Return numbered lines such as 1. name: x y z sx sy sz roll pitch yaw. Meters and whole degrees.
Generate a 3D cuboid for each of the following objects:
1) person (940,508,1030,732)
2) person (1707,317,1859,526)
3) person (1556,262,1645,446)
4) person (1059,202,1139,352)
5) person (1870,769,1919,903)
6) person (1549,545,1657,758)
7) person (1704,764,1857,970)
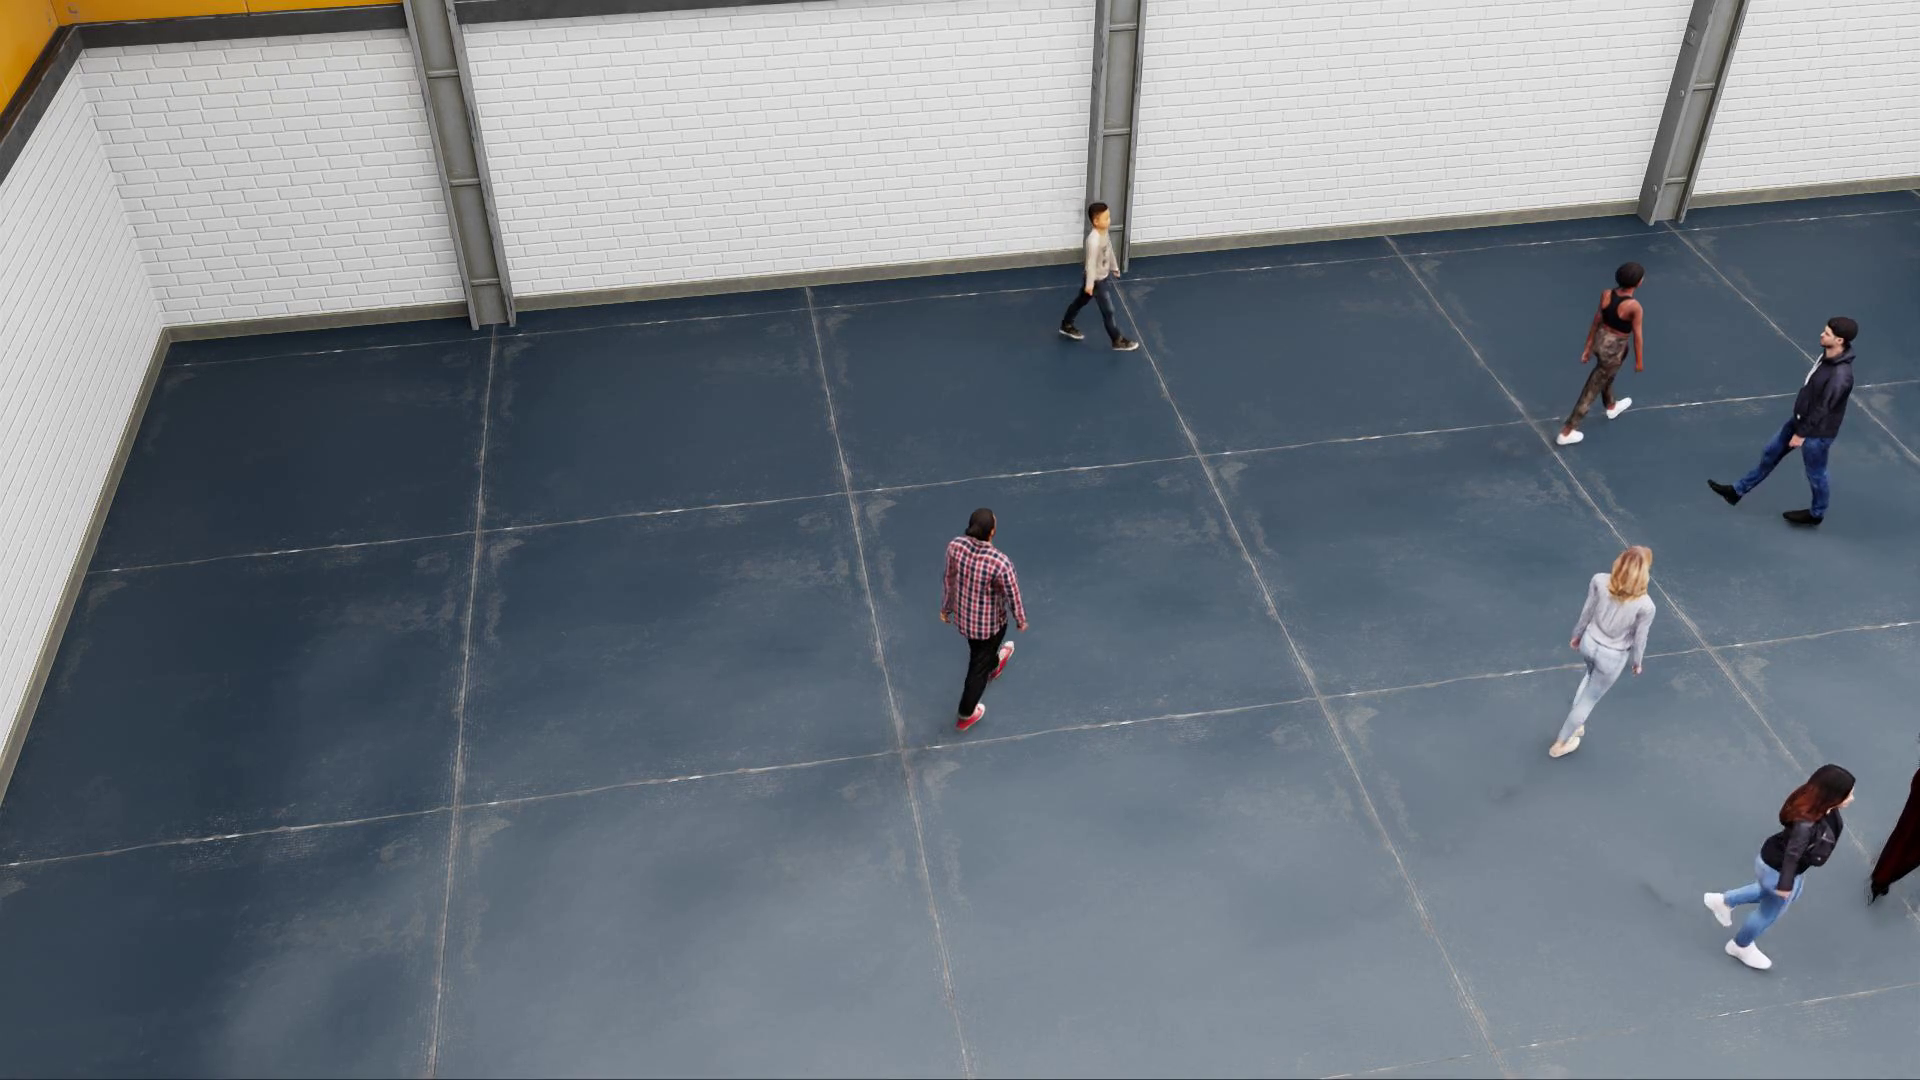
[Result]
1. person: 0.096 0.563 11.160 1.125 1.732 1.189 24 44 27
2. person: 6.698 -0.855 12.847 1.253 1.842 1.016 10 40 12
3. person: 5.308 -1.502 13.804 1.154 1.658 0.775 -16 41 -19
4. person: 1.167 -2.399 15.111 1.062 1.429 0.798 9 39 11
5. person: 5.895 1.560 9.936 1.179 1.701 0.953 -23 44 -26
6. person: 4.136 0.787 10.839 0.758 1.783 0.717 -24 45 -27
7. person: 4.712 1.848 9.641 0.921 1.620 0.861 26 46 29
